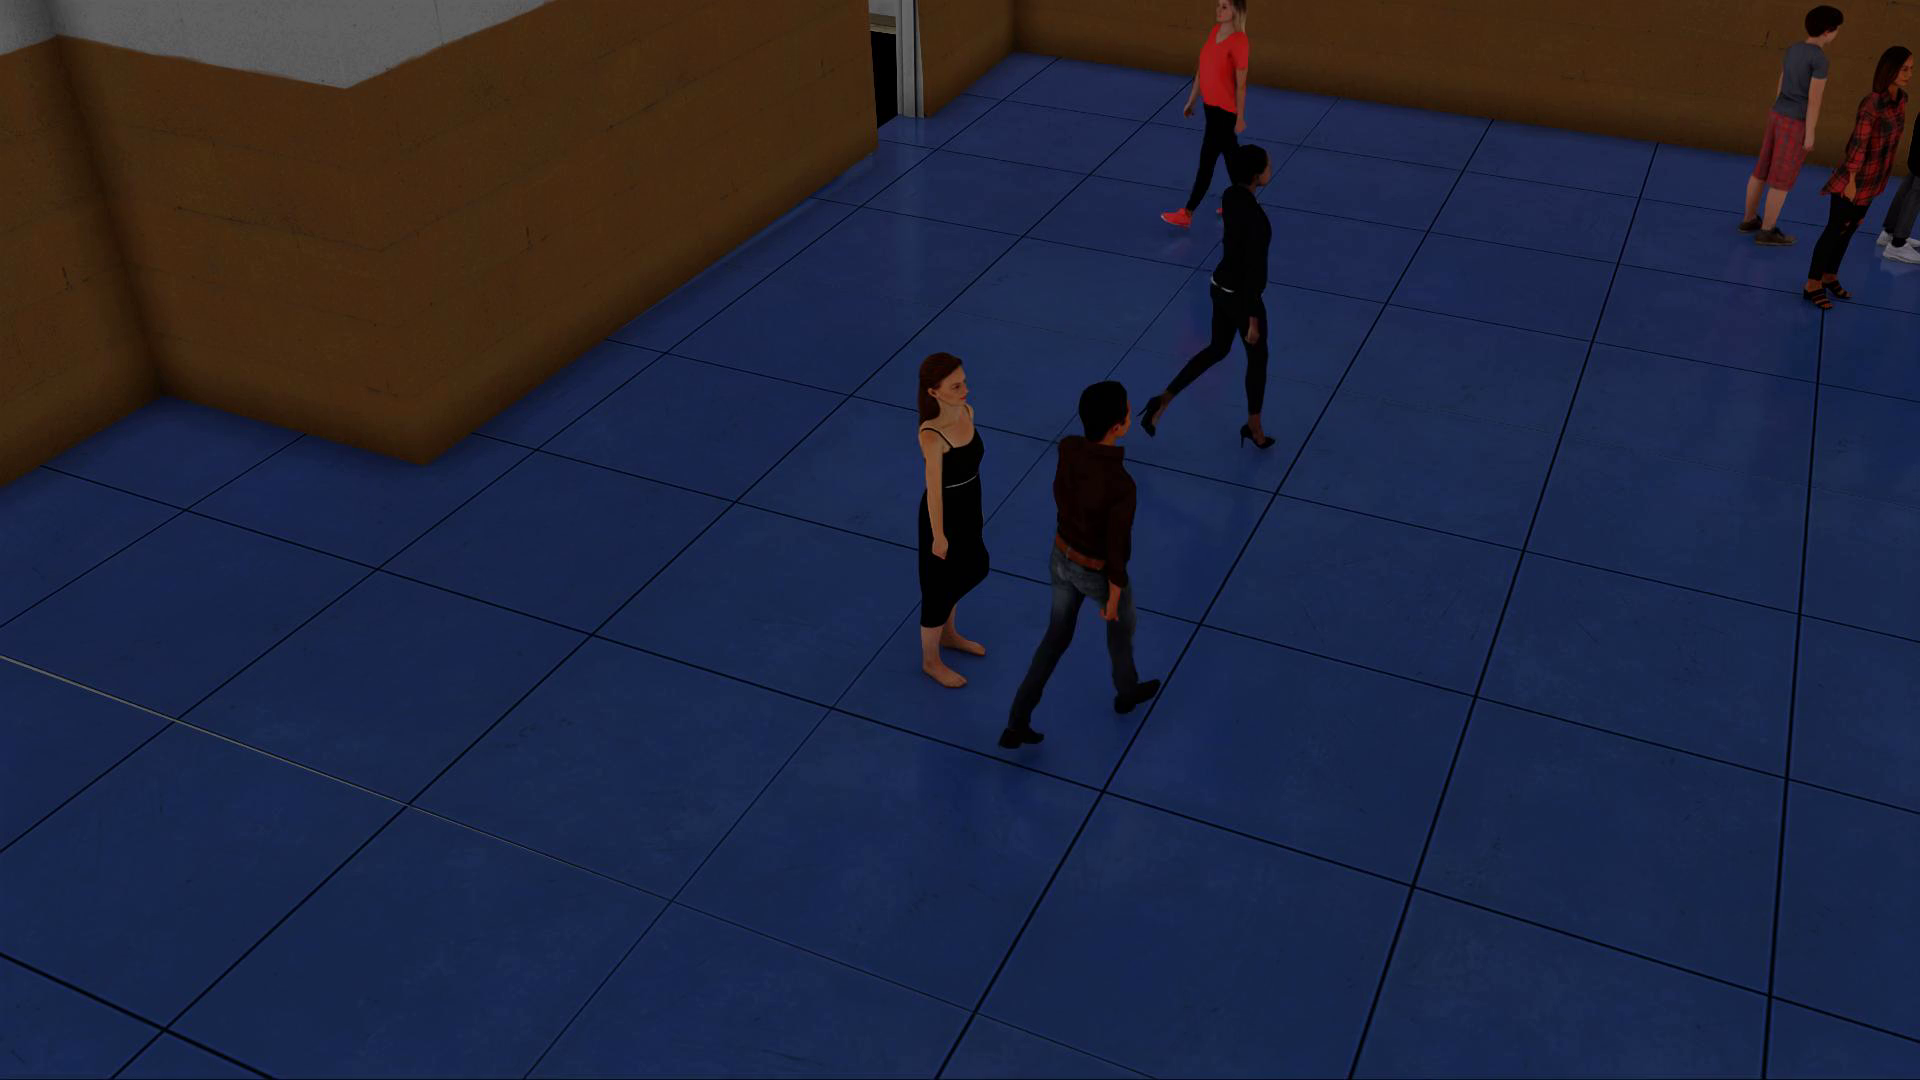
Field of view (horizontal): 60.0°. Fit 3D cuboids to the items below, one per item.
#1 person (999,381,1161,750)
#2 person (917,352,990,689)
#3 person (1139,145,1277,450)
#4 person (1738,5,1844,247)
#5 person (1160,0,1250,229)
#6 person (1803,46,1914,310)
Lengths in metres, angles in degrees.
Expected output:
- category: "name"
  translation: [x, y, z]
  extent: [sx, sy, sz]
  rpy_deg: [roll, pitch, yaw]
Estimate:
- category: "person"
  translation: [0.466, 0.156, 6.988]
  extent: [1.014, 1.741, 1.157]
  rpy_deg: [-26, 42, -33]
- category: "person"
  translation: [-0.056, -0.107, 7.487]
  extent: [0.551, 1.625, 0.546]
  rpy_deg: [15, 36, 21]
- category: "person"
  translation: [1.434, -1.259, 9.050]
  extent: [1.119, 1.812, 1.031]
  rpy_deg: [-9, 35, -14]
- category: "person"
  translation: [5.814, -2.907, 11.663]
  extent: [0.702, 1.650, 0.681]
  rpy_deg: [-4, 34, -7]
- category: "person"
  translation: [1.962, -3.084, 11.937]
  extent: [1.084, 1.654, 1.032]
  rpy_deg: [-12, 35, -17]
- category: "person"
  translation: [5.844, -2.352, 10.792]
  extent: [0.694, 1.704, 0.698]
  rpy_deg: [-24, 40, -31]
